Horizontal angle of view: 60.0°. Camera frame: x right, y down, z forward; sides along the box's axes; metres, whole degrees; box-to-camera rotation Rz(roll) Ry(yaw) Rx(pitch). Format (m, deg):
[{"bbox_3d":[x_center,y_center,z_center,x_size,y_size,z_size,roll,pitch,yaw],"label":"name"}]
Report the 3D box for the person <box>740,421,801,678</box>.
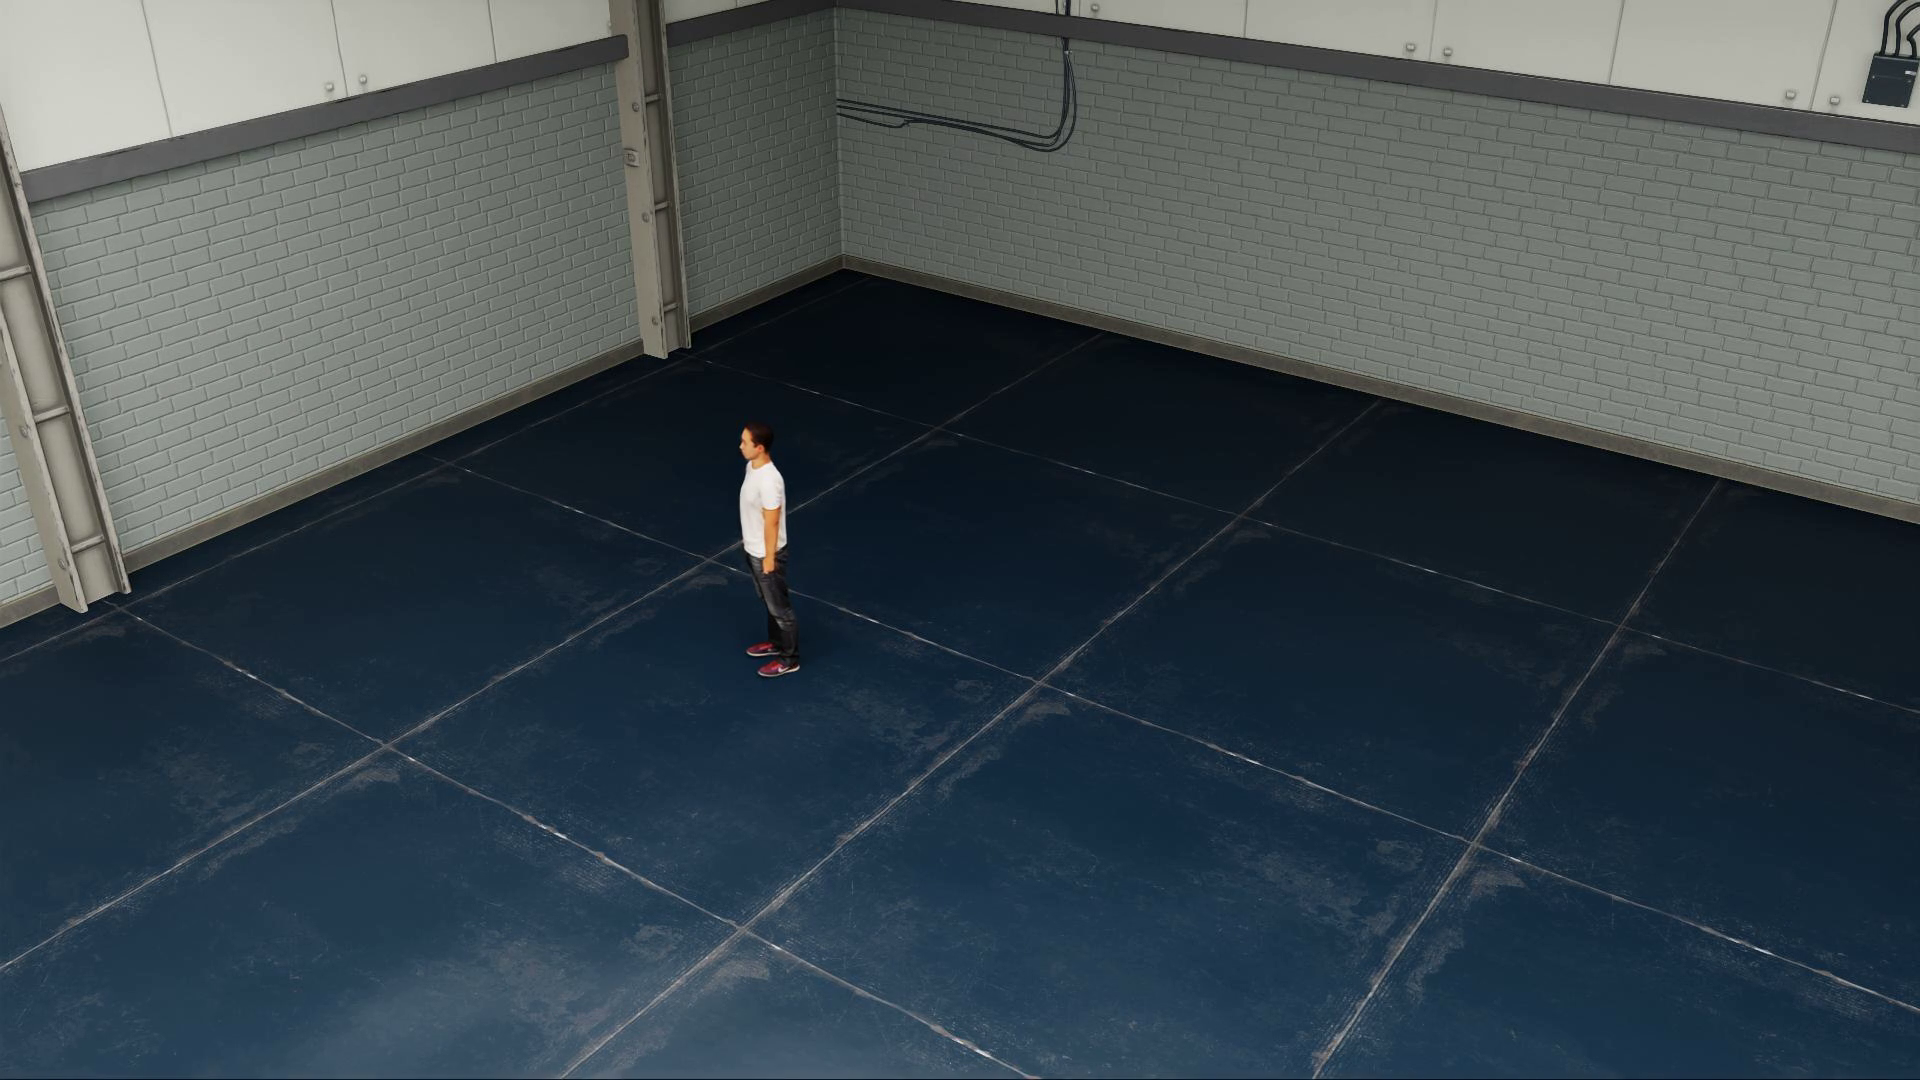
[{"bbox_3d":[-1.264,0.044,11.003,0.709,1.800,0.702,-11,30,-20],"label":"person"}]
